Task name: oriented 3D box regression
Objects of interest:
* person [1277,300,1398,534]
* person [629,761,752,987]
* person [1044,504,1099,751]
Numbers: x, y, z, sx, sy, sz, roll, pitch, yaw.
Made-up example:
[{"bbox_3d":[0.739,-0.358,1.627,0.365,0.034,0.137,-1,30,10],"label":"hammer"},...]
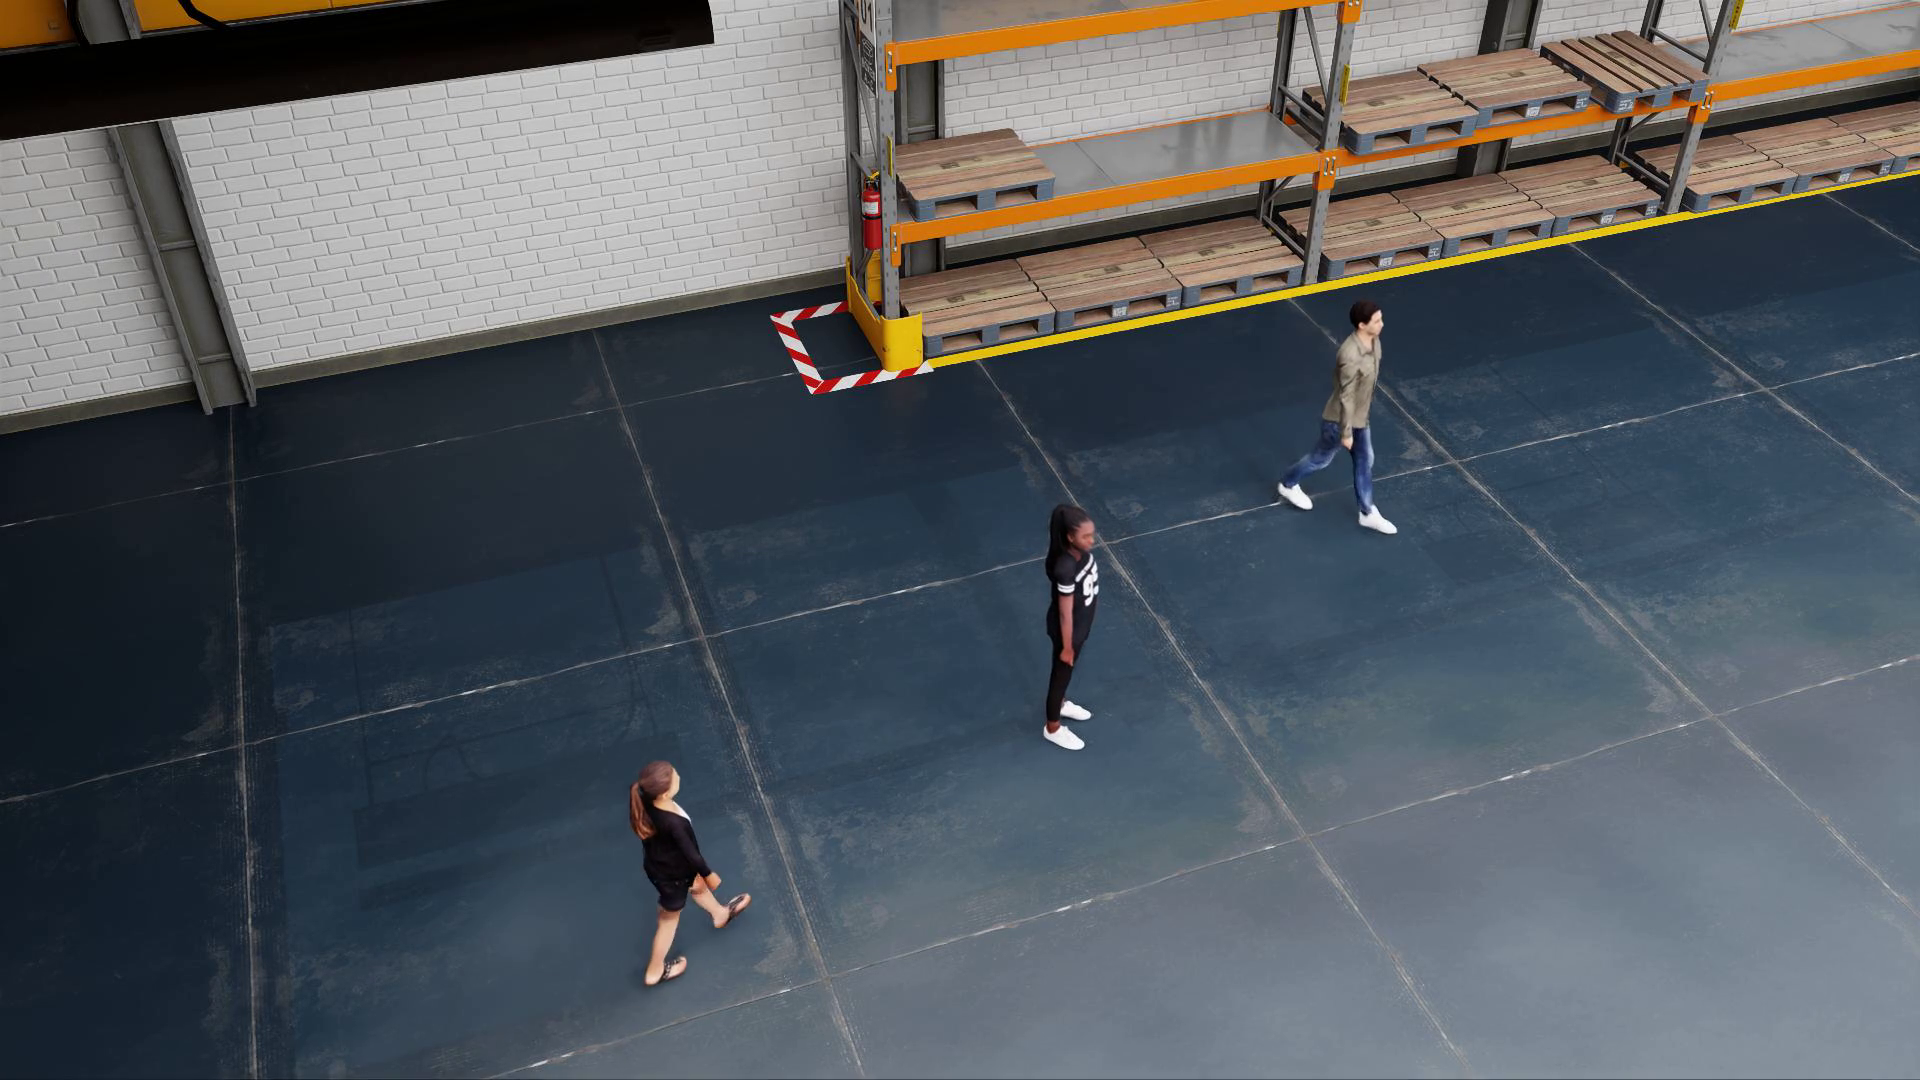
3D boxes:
[{"bbox_3d":[2.681,-0.904,11.912,1.184,1.826,1.231,23,44,26],"label":"person"},{"bbox_3d":[-1.591,1.788,8.781,1.038,1.525,0.750,-26,46,-29],"label":"person"},{"bbox_3d":[0.679,0.521,10.203,0.736,1.731,0.702,10,40,12],"label":"person"}]
